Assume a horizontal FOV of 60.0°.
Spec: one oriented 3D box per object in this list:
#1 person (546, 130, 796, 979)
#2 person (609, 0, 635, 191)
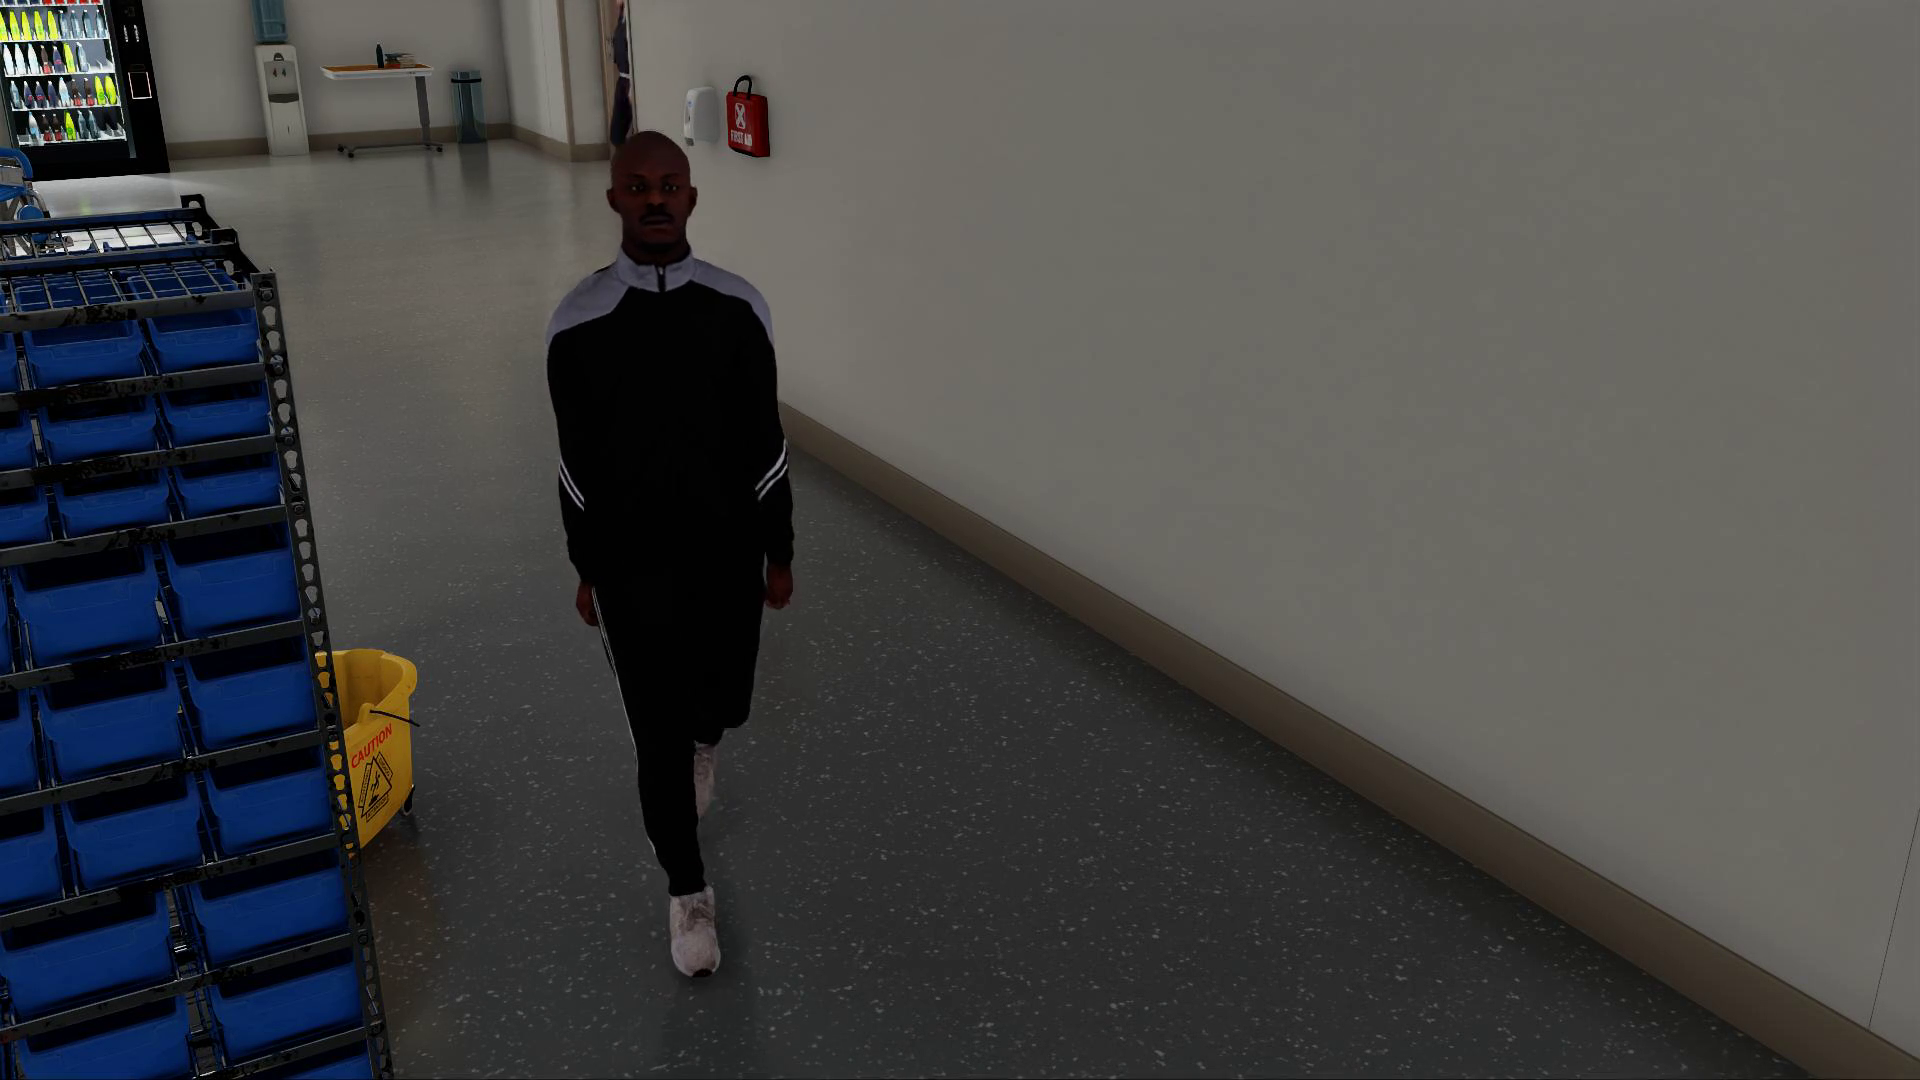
[{"bbox_3d":[-0.653,-0.005,3.802,1.107,1.799,0.891,-7,22,-17],"label":"person"},{"bbox_3d":[-2.614,-3.738,13.698,0.592,1.771,0.621,-12,24,-29],"label":"person"}]
